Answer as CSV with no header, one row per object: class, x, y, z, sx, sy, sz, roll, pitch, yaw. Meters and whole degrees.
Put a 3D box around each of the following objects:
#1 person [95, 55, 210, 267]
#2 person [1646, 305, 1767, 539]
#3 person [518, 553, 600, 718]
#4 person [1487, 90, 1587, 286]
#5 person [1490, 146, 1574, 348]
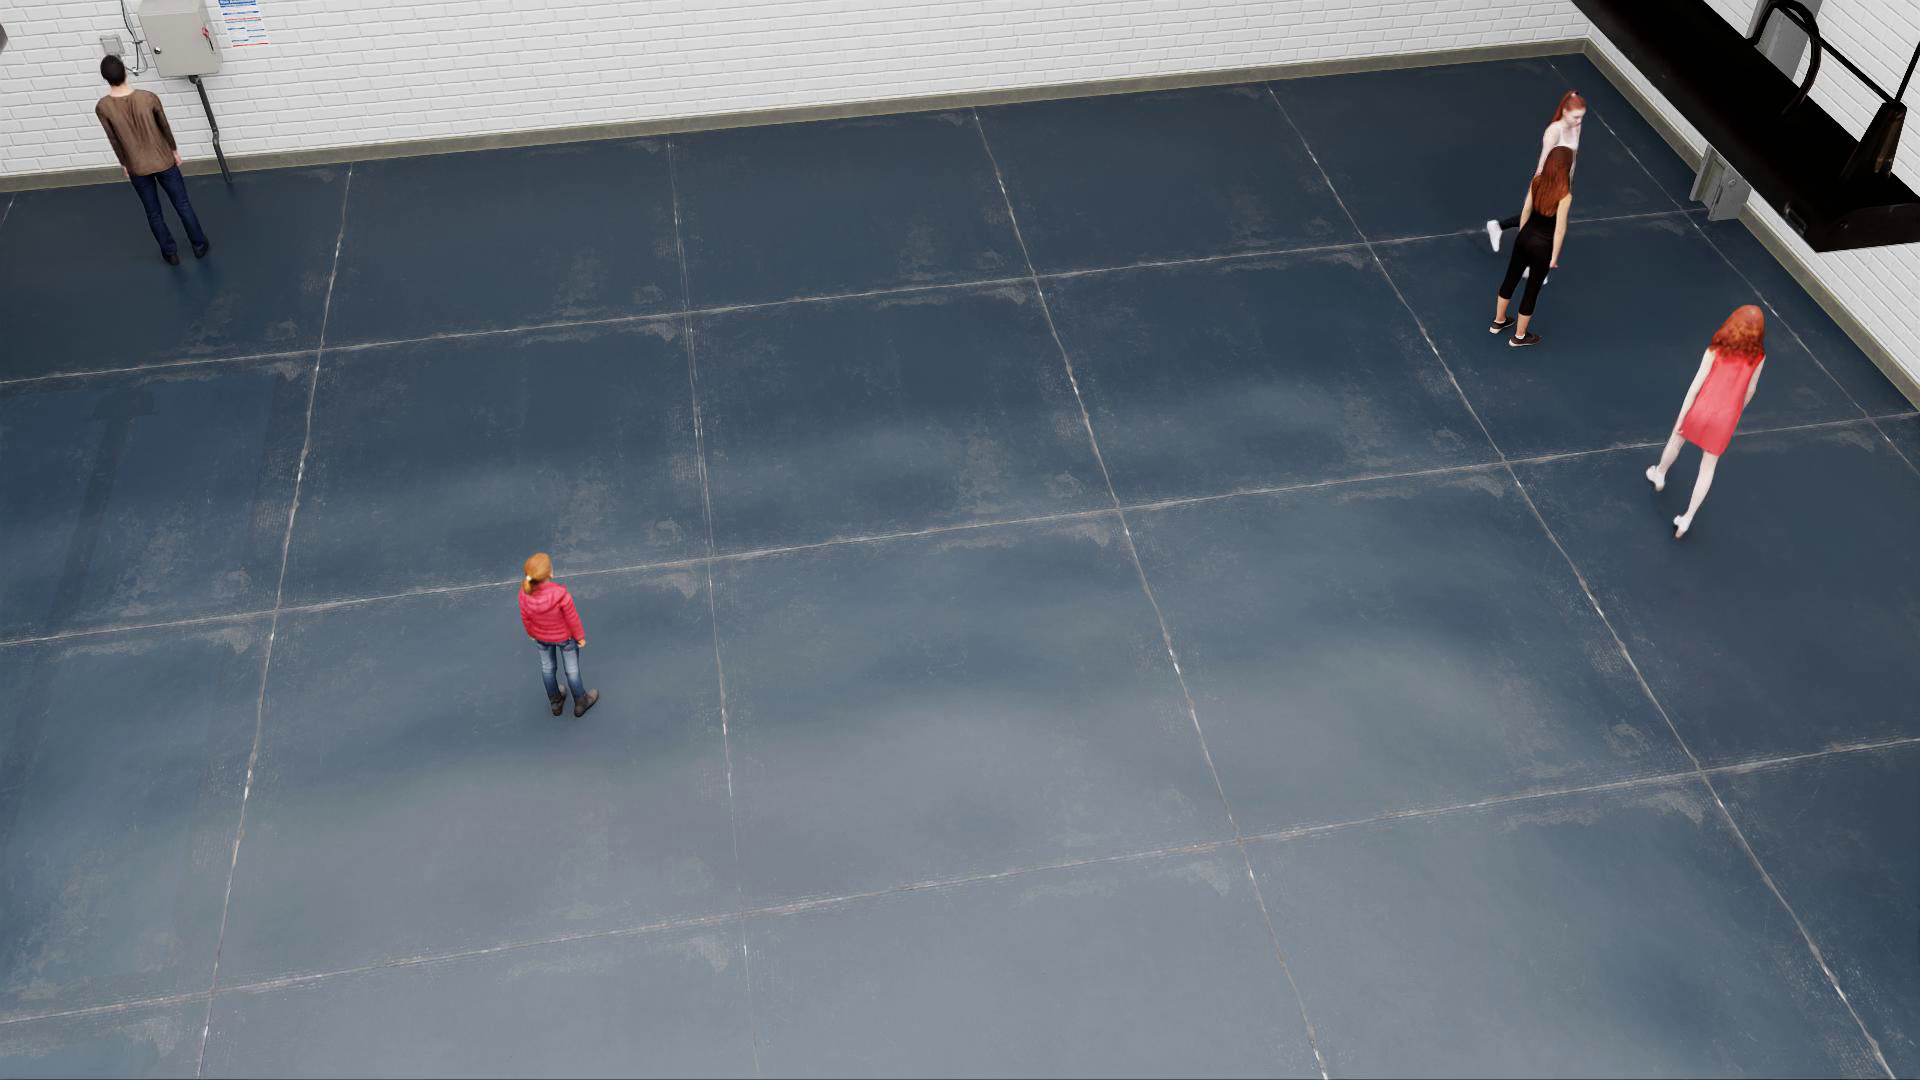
person,-6.768,-3.165,13.889,0.716,1.888,0.677,-20,47,-19
person,5.169,-0.761,11.433,0.811,1.795,1.030,6,44,6
person,-2.528,0.598,10.354,0.577,1.316,0.576,6,44,6
person,4.801,-2.967,13.793,0.879,1.734,1.031,-29,51,-27
person,4.540,-2.331,13.131,0.683,1.726,0.551,-20,47,-20
